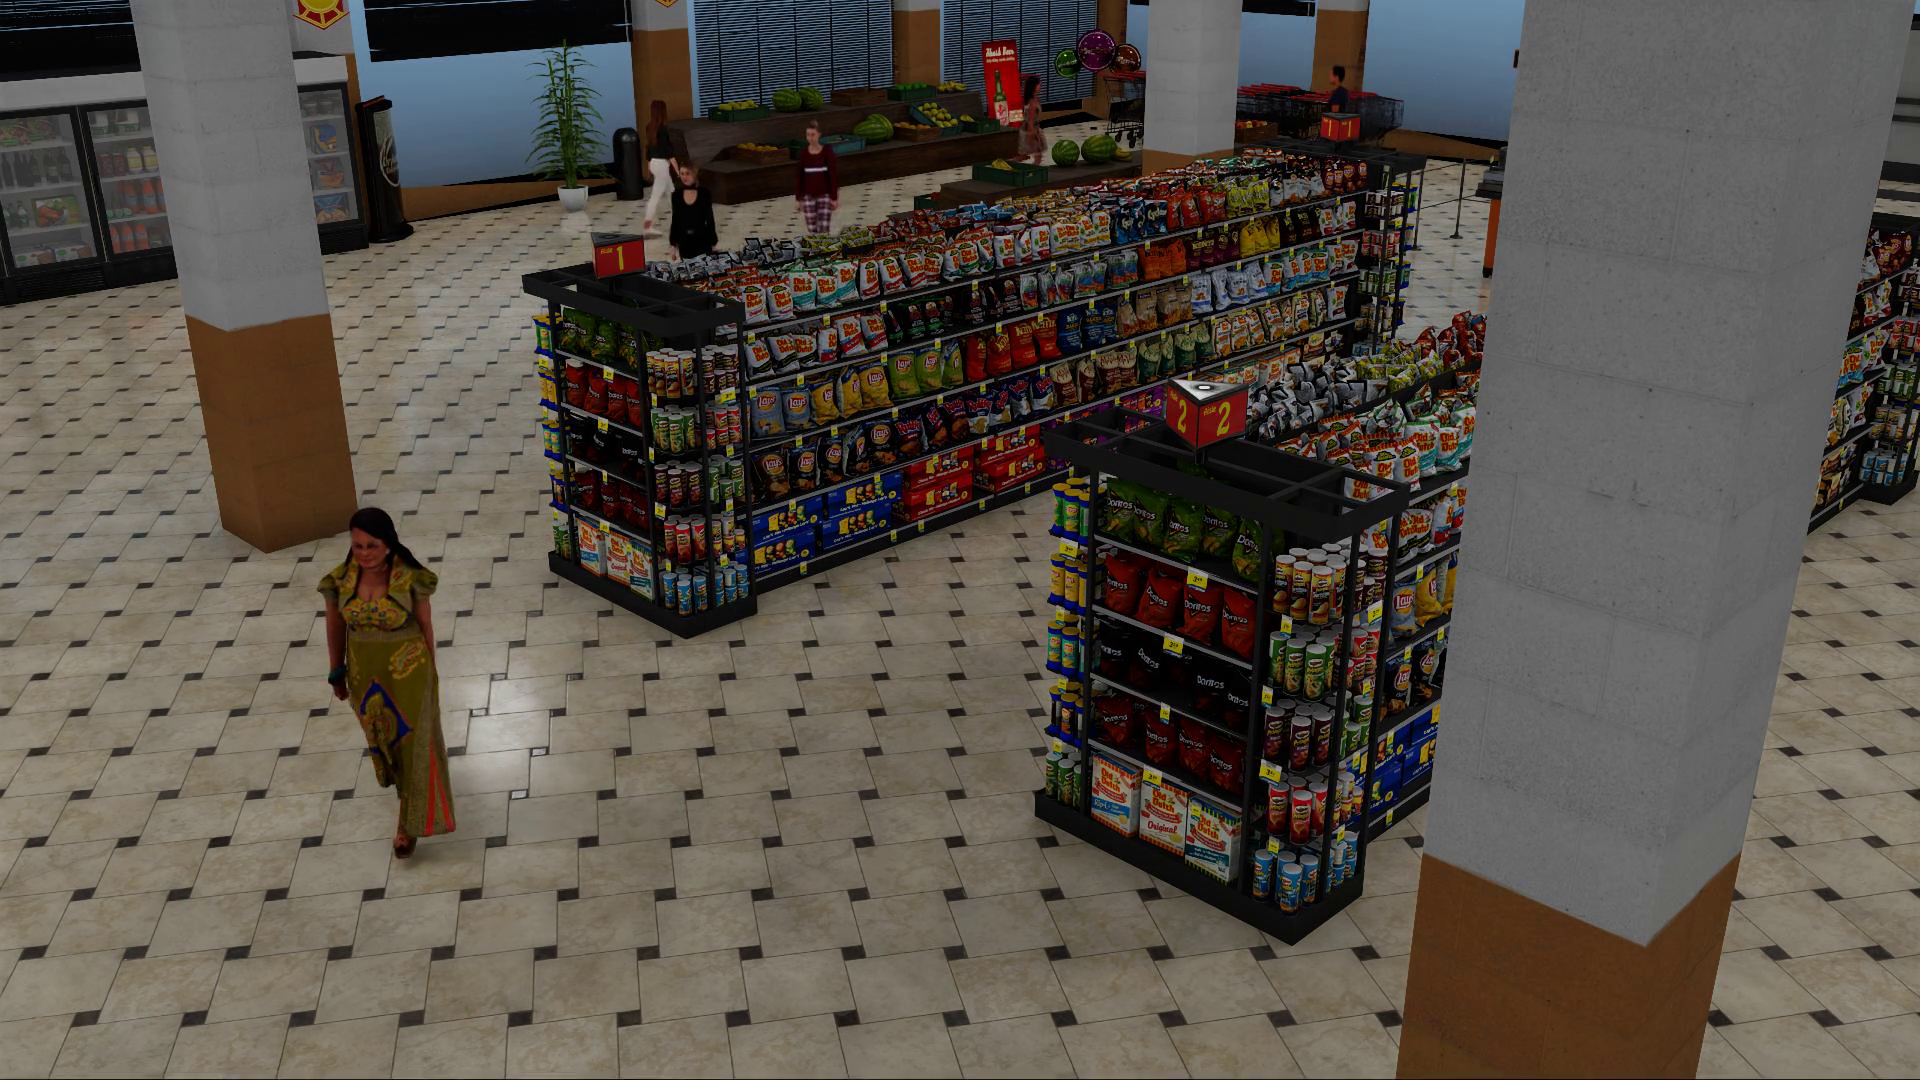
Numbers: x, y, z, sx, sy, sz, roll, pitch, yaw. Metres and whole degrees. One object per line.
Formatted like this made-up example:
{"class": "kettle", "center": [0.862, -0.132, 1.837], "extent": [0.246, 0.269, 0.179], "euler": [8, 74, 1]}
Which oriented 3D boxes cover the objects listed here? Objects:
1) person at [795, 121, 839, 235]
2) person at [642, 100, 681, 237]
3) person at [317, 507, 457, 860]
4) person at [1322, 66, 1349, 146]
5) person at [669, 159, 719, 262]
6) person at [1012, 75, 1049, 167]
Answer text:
{"class": "person", "center": [-1.626, -3.976, 19.234], "extent": [0.755, 1.686, 0.787], "euler": [4, 22, 10]}
{"class": "person", "center": [-3.838, -4.634, 20.895], "extent": [1.134, 1.669, 0.801], "euler": [-11, 25, -26]}
{"class": "person", "center": [-2.703, 0.606, 7.916], "extent": [1.219, 1.623, 1.216], "euler": [-2, 22, -6]}
{"class": "person", "center": [5.454, -5.844, 23.788], "extent": [1.067, 1.758, 1.169], "euler": [6, 23, 15]}
{"class": "person", "center": [-2.588, -2.882, 16.429], "extent": [0.782, 1.748, 0.841], "euler": [3, 22, 7]}
{"class": "person", "center": [0.928, -5.849, 23.977], "extent": [1.084, 1.626, 0.937], "euler": [-5, 22, -12]}
